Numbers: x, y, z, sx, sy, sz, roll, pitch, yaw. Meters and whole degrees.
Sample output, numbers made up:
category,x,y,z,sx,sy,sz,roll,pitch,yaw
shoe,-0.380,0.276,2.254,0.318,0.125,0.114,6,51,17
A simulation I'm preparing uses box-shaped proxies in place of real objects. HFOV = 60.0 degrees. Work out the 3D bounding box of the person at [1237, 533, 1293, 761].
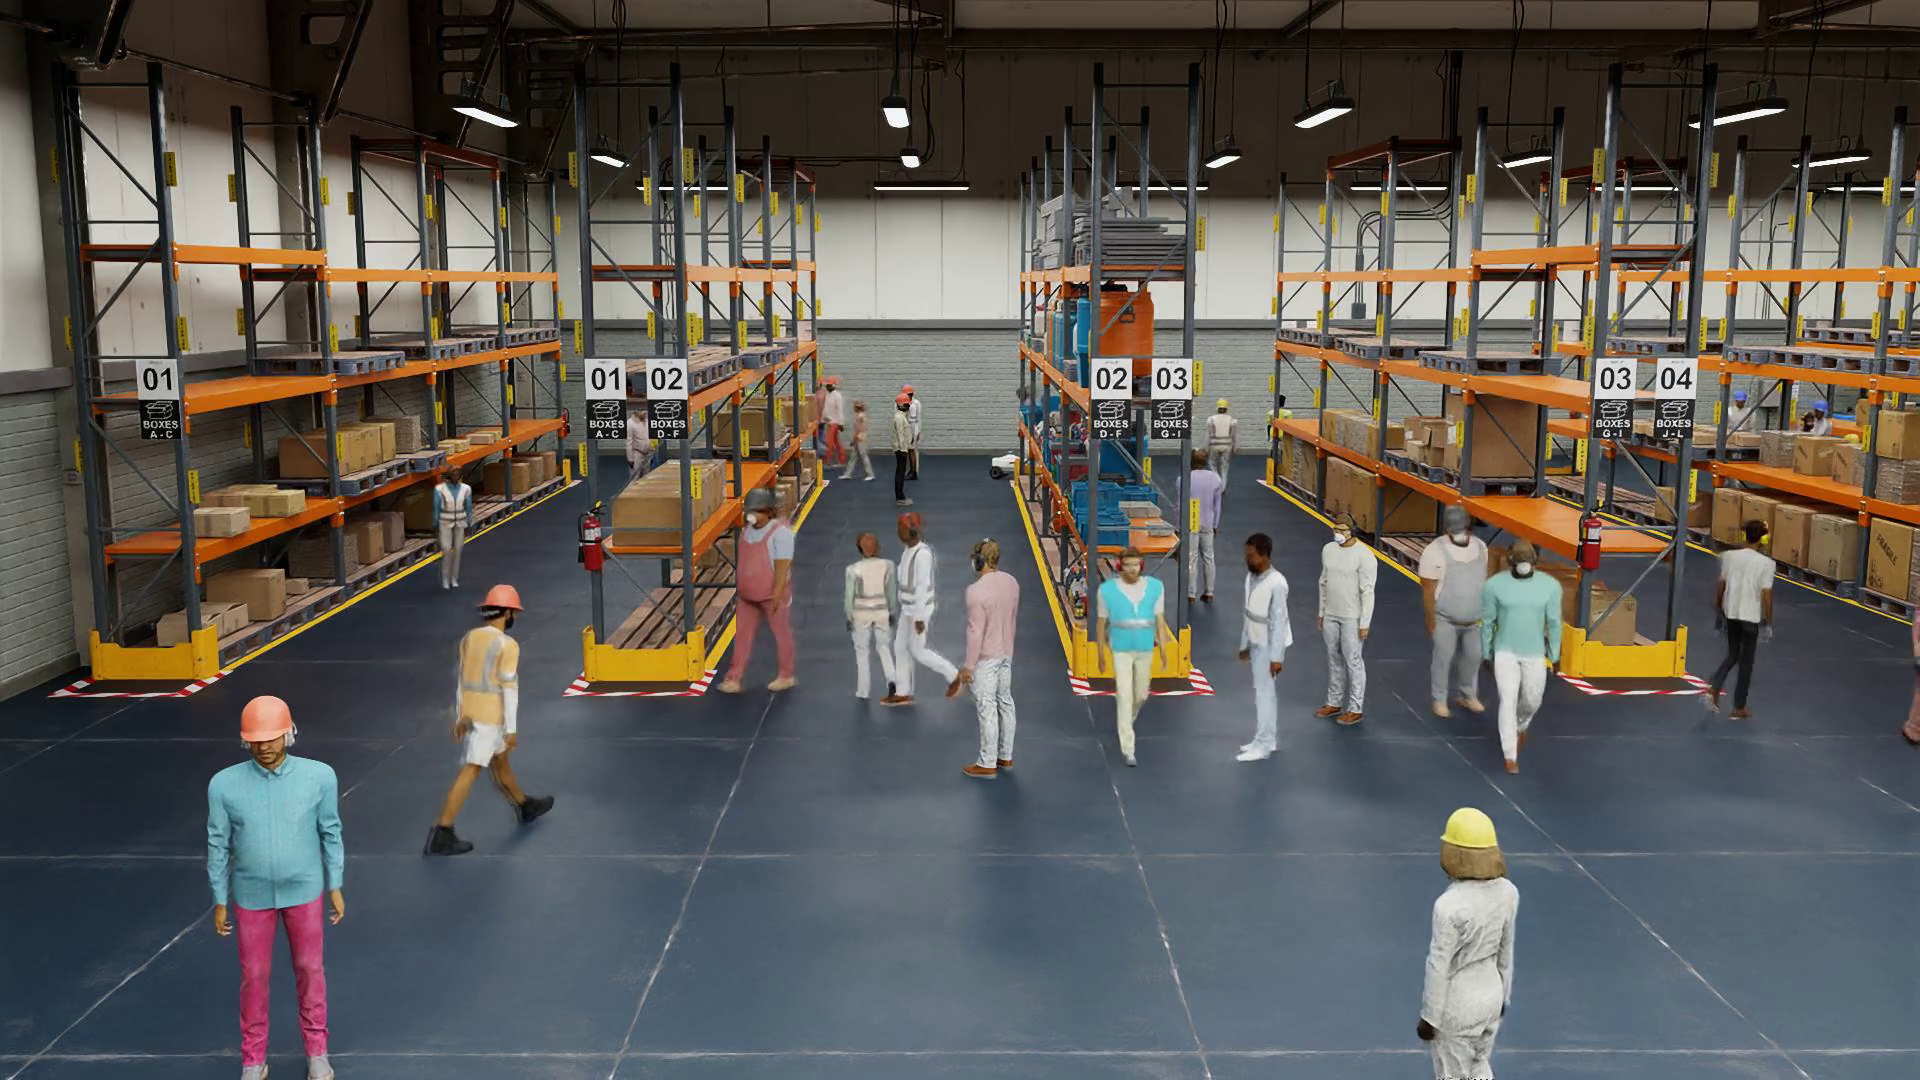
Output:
category,x,y,z,sx,sy,sz,roll,pitch,yaw
person,2.546,0.880,13.903,0.423,1.917,0.591,-2,9,-12

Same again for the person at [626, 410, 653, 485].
category,x,y,z,sx,sy,sz,roll,pitch,yaw
person,-5.560,-1.457,28.994,0.401,1.899,0.636,4,10,26

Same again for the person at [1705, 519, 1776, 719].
category,x,y,z,sx,sy,sz,roll,pitch,yaw
person,7.096,0.727,15.105,0.495,1.846,0.536,-6,11,-33

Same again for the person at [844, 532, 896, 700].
category,x,y,z,sx,sy,sz,roll,pitch,yaw
person,-0.831,0.739,15.708,0.519,1.627,0.494,-3,9,-21

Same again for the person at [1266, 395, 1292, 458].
category,x,y,z,sx,sy,sz,roll,pitch,yaw
person,6.474,-2.089,33.695,0.530,1.693,0.321,4,10,22

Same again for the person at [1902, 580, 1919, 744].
category,x,y,z,sx,sy,sz,roll,pitch,yaw
person,8.311,0.903,13.948,0.669,1.851,1.006,2,9,13

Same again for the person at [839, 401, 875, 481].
category,x,y,z,sx,sy,sz,roll,pitch,yaw
person,-2.047,-1.977,33.260,0.733,1.604,0.531,-1,9,-5

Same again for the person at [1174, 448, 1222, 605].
category,x,y,z,sx,sy,sz,roll,pitch,yaw
person,2.929,-0.168,20.553,0.627,1.940,0.375,-3,9,-19

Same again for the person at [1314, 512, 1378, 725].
category,x,y,z,sx,sy,sz,roll,pitch,yaw
person,3.481,0.697,15.028,0.368,1.932,0.627,-5,10,-30

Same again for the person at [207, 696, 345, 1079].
category,x,y,z,sx,sy,sz,roll,pitch,yaw
person,-3.346,1.729,8.166,0.619,1.992,0.396,-3,9,-21

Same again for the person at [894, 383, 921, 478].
category,x,y,z,sx,sy,sz,roll,pitch,yaw
person,-1.080,-2.222,33.764,0.607,1.939,0.409,4,10,22

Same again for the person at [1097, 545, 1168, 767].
category,x,y,z,sx,sy,sz,roll,pitch,yaw
person,1.424,0.921,13.955,0.570,1.816,0.829,-2,9,-11

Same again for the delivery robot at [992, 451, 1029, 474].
category,x,y,z,sx,sy,sz,roll,pitch,yaw
delivery robot,1.016,-1.541,33.518,0.707,0.478,0.477,3,9,21

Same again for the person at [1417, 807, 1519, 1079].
category,x,y,z,sx,sy,sz,roll,pitch,yaw
person,2.183,2.008,7.223,0.487,1.736,0.323,-6,11,-33

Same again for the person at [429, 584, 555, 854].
category,x,y,z,sx,sy,sz,roll,pitch,yaw
person,-3.369,1.250,11.847,0.560,1.831,1.165,7,11,39

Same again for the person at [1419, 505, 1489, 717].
category,x,y,z,sx,sy,sz,roll,pitch,yaw
person,4.499,0.625,15.121,0.705,2.000,0.581,-2,9,-14

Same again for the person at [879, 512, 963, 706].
category,x,y,z,sx,sy,sz,roll,pitch,yaw
person,-0.351,0.645,15.571,0.747,1.857,0.592,-3,9,-19

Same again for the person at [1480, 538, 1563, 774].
category,x,y,z,sx,sy,sz,roll,pitch,yaw
person,4.582,0.915,13.643,0.639,1.924,0.718,2,9,13

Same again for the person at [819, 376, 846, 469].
category,x,y,z,sx,sy,sz,roll,pitch,yaw
person,-2.796,-2.497,35.425,0.925,1.960,0.608,-5,10,-28

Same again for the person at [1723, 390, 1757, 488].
category,x,y,z,sx,sy,sz,roll,pitch,yaw
person,14.820,-1.891,31.674,0.608,1.933,0.428,3,9,17

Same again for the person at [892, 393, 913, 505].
category,x,y,z,sx,sy,sz,roll,pitch,yaw
person,-1.026,-1.622,29.726,0.378,1.995,0.612,0,9,-3

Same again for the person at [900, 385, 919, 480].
category,x,y,z,sx,sy,sz,roll,pitch,yaw
person,-1.025,-2.155,33.381,0.388,1.928,0.549,-2,9,-11

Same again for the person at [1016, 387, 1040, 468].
category,x,y,z,sx,sy,sz,roll,pitch,yaw
person,1.348,-2.337,35.022,0.944,1.778,0.686,-3,9,-17

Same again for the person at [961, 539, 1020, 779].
category,x,y,z,sx,sy,sz,roll,pitch,yaw
person,0.233,0.948,13.370,0.371,1.940,0.627,6,11,36

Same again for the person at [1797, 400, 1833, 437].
category,x,y,z,sx,sy,sz,roll,pitch,yaw
person,15.110,-1.549,29.526,0.626,1.916,0.693,2,9,11

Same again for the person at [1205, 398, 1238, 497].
category,x,y,z,sx,sy,sz,roll,pitch,yaw
person,4.844,-1.720,30.915,0.628,1.814,0.518,0,9,-2

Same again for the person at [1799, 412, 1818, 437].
category,x,y,z,sx,sy,sz,roll,pitch,yaw
person,13.868,-1.180,27.344,0.516,1.852,0.413,-2,9,-11

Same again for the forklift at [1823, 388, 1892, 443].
category,x,y,z,sx,sy,sz,roll,pitch,yaw
forklift,20.072,-3.110,36.462,1.873,2.768,1.129,0,9,0

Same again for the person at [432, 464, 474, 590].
category,x,y,z,sx,sy,sz,roll,pitch,yaw
person,-6.547,-0.168,21.542,0.530,1.614,0.554,-6,11,-35

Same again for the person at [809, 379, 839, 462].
category,x,y,z,sx,sy,sz,roll,pitch,yaw
person,-2.994,-2.614,36.203,0.840,1.966,0.628,-1,9,-9

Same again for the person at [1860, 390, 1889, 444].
category,x,y,z,sx,sy,sz,roll,pitch,yaw
person,17.986,-2.014,32.566,0.583,1.901,0.598,-4,10,-24

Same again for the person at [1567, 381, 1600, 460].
category,x,y,z,sx,sy,sz,roll,pitch,yaw
person,13.863,-2.634,36.914,0.994,1.771,0.704,-1,9,-7

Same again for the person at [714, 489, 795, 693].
category,x,y,z,sx,sy,sz,roll,pitch,yaw
person,-1.959,0.491,15.986,0.692,2.000,0.953,6,11,35
